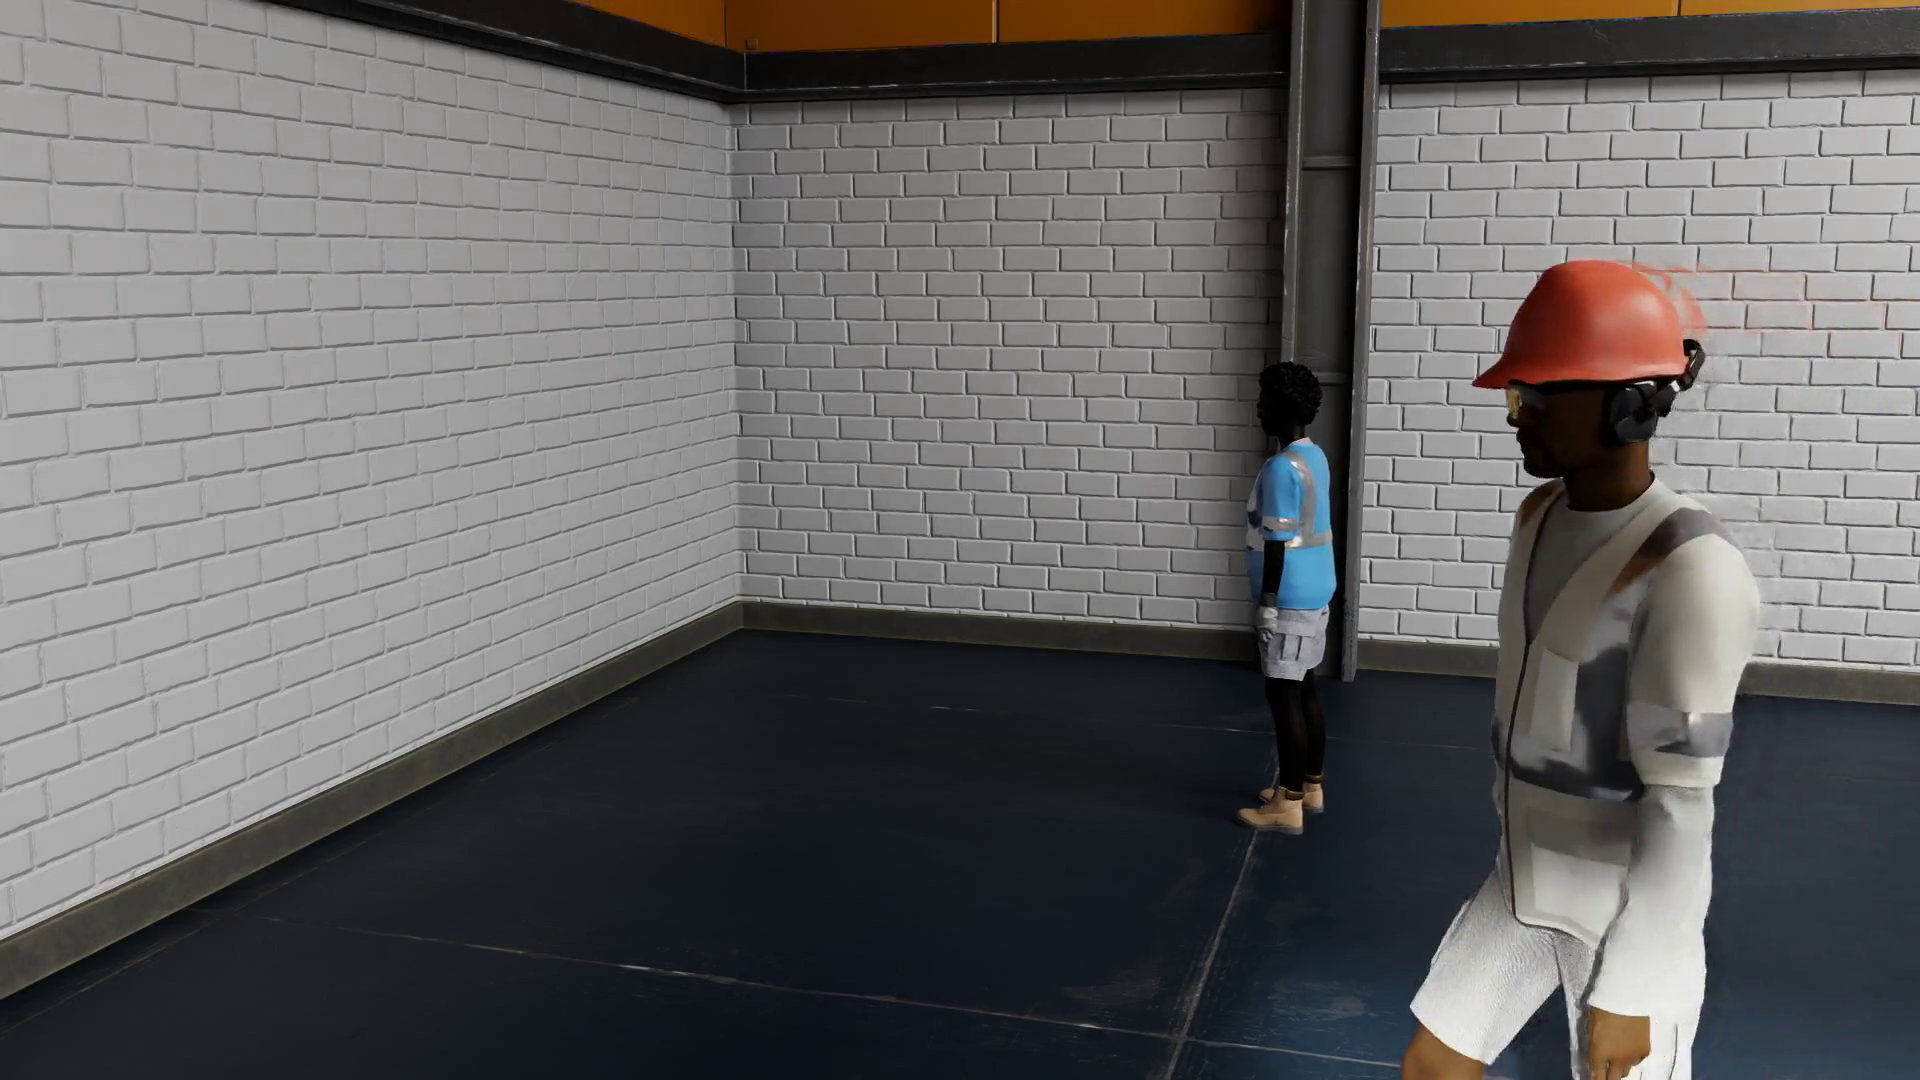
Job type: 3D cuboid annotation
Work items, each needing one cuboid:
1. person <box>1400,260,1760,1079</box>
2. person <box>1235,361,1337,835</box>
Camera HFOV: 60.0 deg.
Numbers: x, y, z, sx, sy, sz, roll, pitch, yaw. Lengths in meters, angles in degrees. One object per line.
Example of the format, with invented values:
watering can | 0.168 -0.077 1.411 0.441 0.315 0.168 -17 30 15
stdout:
person | 0.911 0.577 2.697 0.686 2.025 0.636 -1 9 -9
person | 1.186 0.205 6.002 0.321 1.689 0.530 4 10 23
